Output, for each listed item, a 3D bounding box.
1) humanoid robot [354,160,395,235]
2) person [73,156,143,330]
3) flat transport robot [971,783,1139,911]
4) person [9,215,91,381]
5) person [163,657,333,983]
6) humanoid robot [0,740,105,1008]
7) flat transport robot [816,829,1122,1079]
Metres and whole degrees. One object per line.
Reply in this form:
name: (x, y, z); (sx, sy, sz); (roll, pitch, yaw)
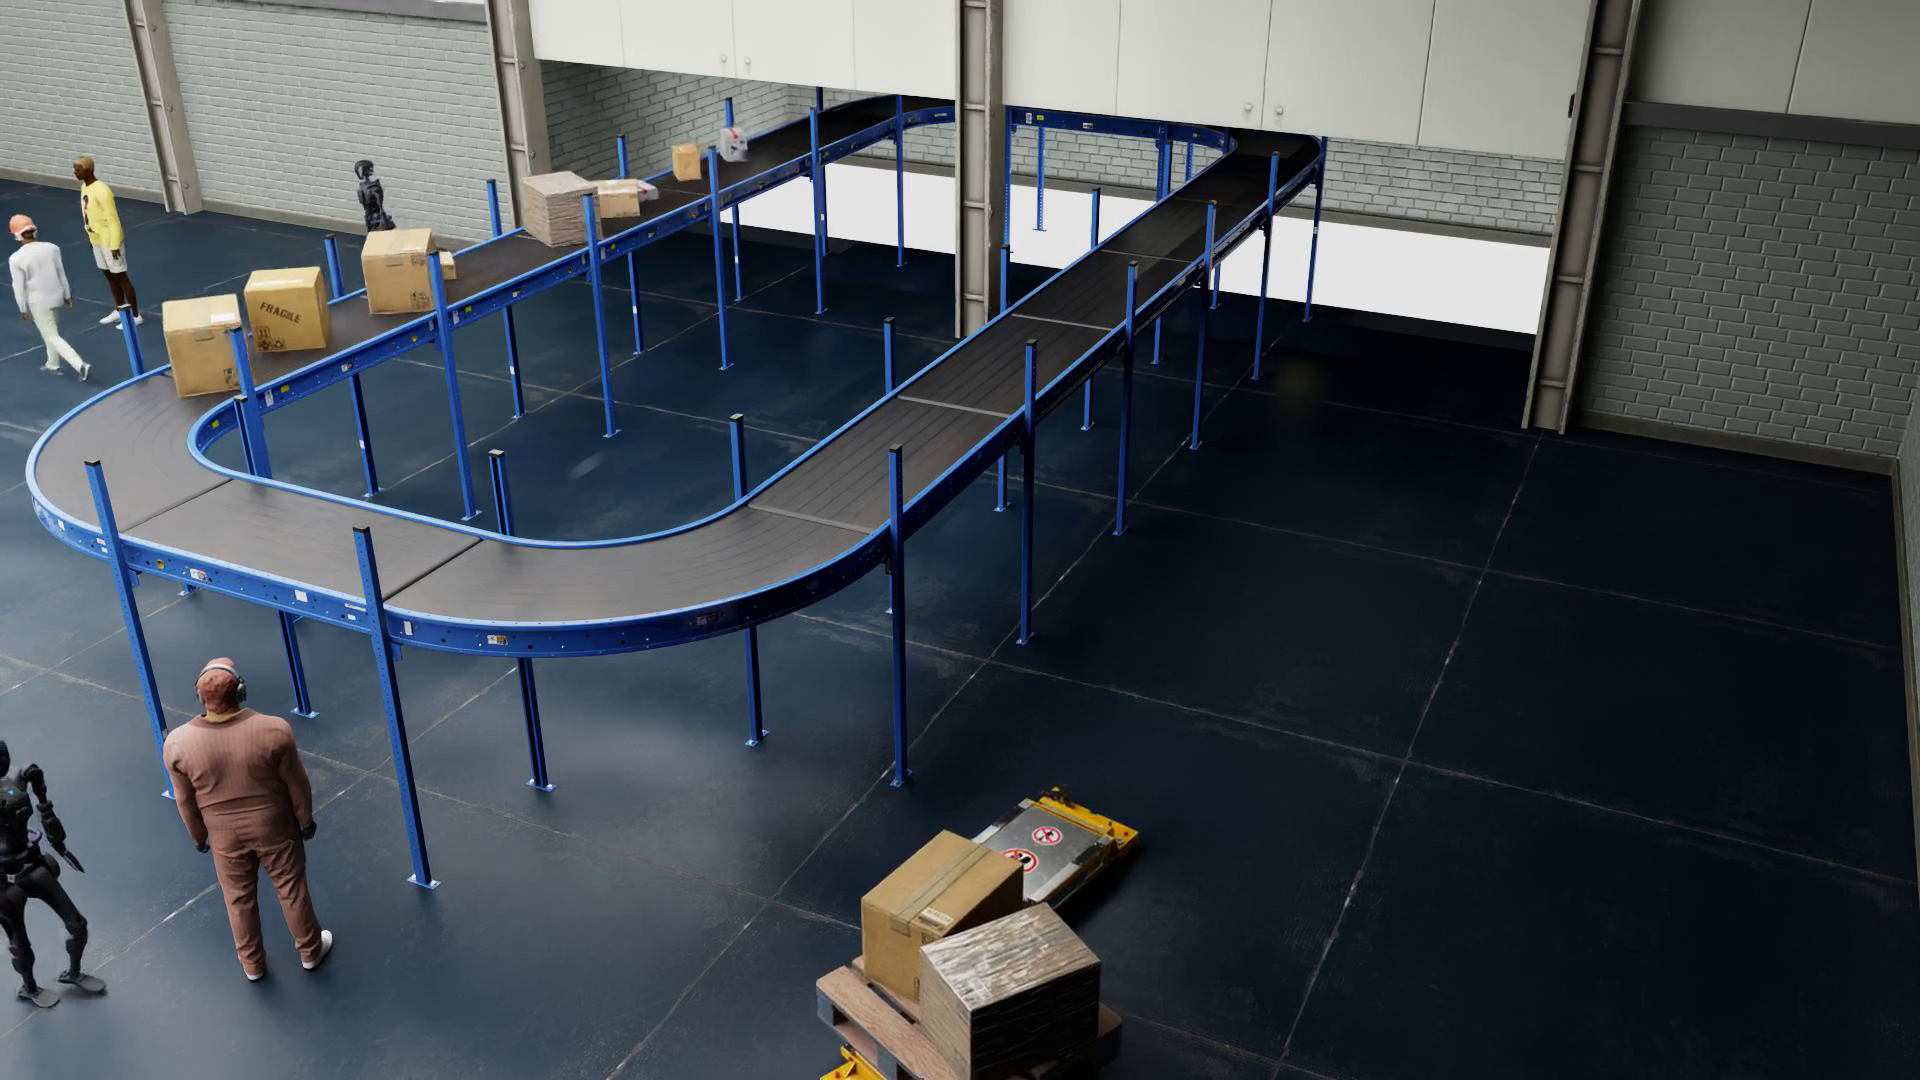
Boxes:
humanoid robot: (-6.574, -3.542, 19.045); (0.465, 1.634, 0.603); (-17, 31, -30)
person: (-9.357, -3.266, 18.224); (0.555, 1.897, 0.358); (20, 33, 35)
flat transport robot: (0.376, 1.906, 9.636); (0.659, 0.231, 1.431); (19, 32, 34)
person: (-9.183, -2.421, 16.735); (0.805, 1.709, 0.568); (10, 28, 19)
person: (-3.696, 1.465, 8.684); (0.640, 1.908, 0.411); (-7, 27, -14)
humanoid robot: (-4.778, 1.704, 8.460); (0.519, 1.643, 0.615); (9, 28, 17)
flat transport robot: (0.049, 2.537, 8.365); (1.431, 0.231, 0.659); (-20, 33, -35)
